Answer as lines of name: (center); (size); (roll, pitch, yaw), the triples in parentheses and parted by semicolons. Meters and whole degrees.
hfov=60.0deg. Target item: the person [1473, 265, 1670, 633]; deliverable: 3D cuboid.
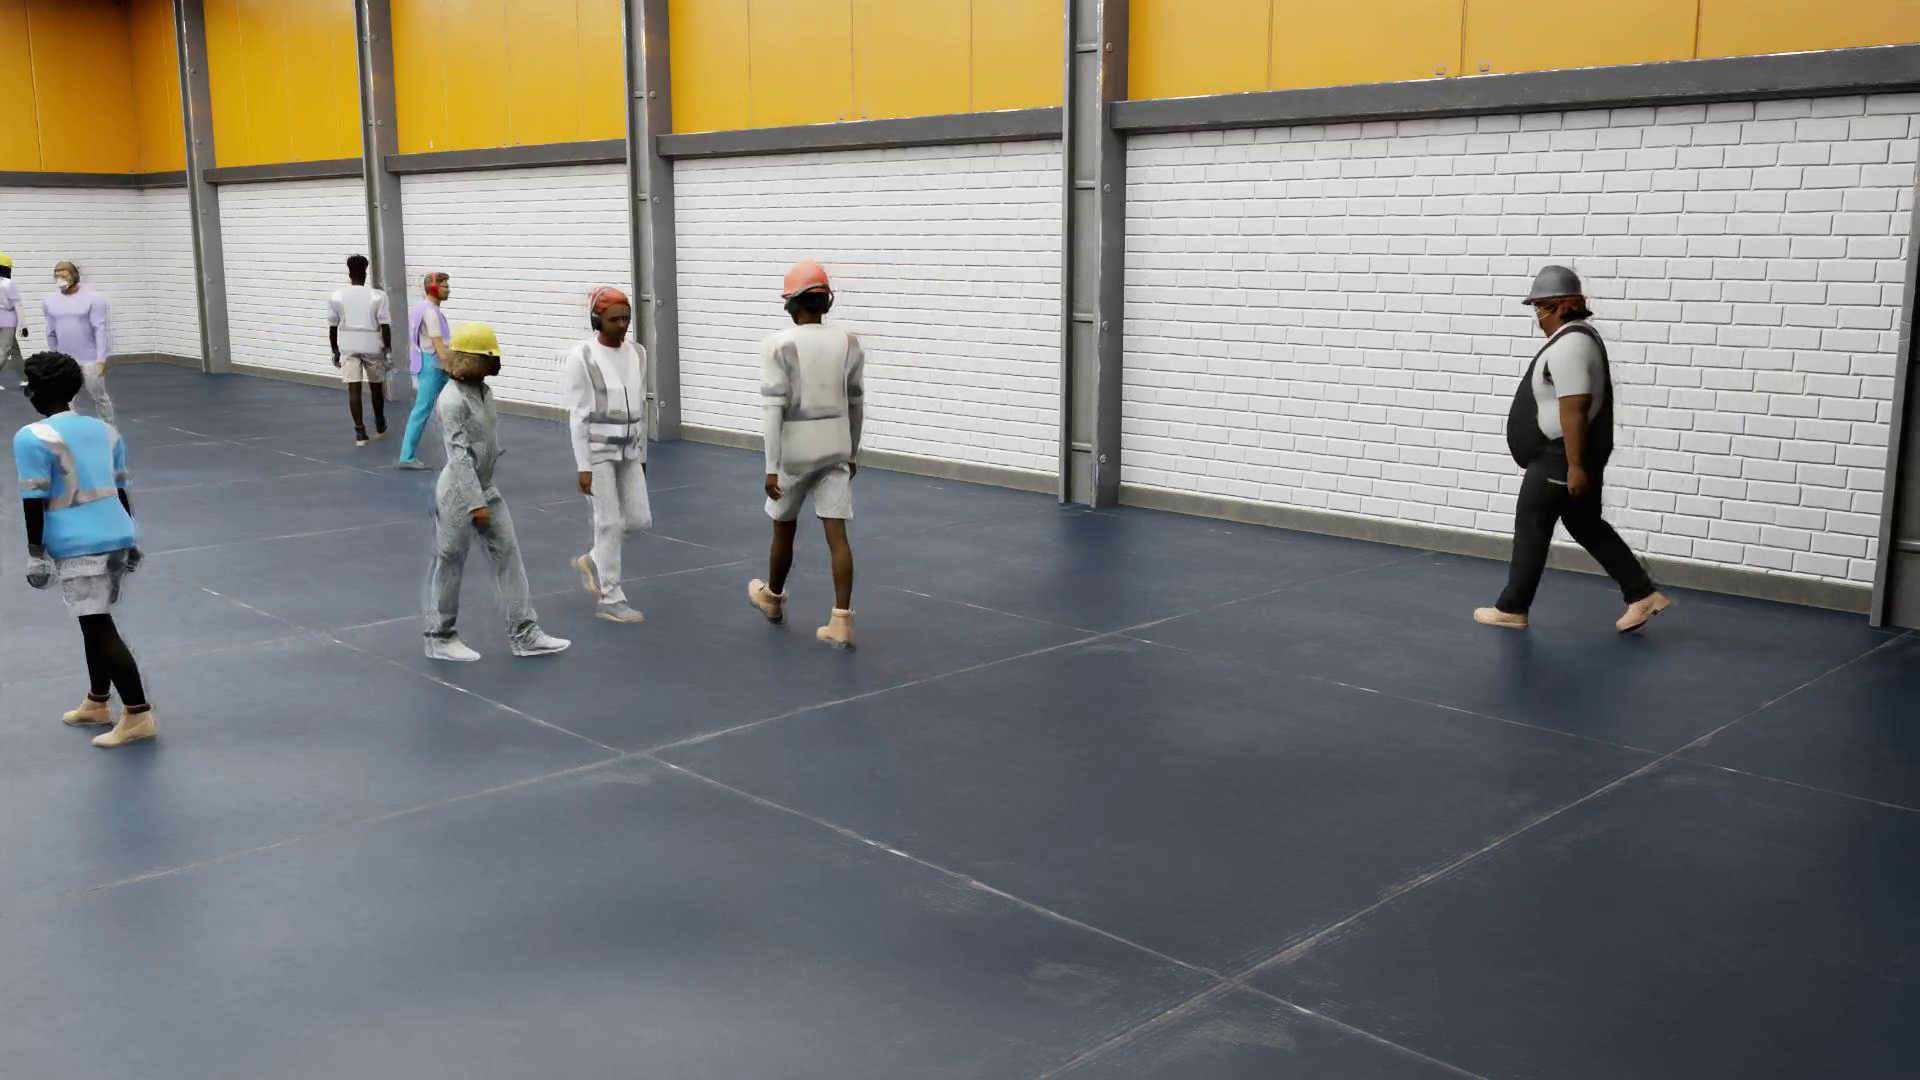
person: (3.341, -0.506, 8.902); (0.937, 2.000, 0.723); (6, 12, 30)

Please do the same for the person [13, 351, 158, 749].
person: (-3.656, 0.036, 7.028); (0.608, 1.654, 0.543); (2, 11, 9)

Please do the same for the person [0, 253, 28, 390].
person: (-13.315, -3.045, 23.184); (0.601, 1.886, 0.951); (5, 11, 25)

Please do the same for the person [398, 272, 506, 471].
person: (-4.692, -1.526, 15.137); (0.972, 1.795, 0.575); (-2, 11, -11)

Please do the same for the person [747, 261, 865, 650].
person: (-0.813, -0.465, 8.805); (0.638, 1.986, 1.039); (-6, 12, -30)

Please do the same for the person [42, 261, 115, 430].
person: (-8.592, -1.773, 16.244); (0.647, 1.890, 1.015); (0, 10, -3)

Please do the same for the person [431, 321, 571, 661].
person: (-2.331, -0.220, 8.228); (0.793, 1.704, 0.507); (2, 11, 13)

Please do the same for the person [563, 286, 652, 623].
person: (-1.978, -0.471, 9.215); (0.518, 1.869, 0.584); (7, 13, 35)

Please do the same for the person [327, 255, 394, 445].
person: (-6.180, -1.972, 17.208); (0.634, 1.919, 0.960); (-2, 11, -12)
